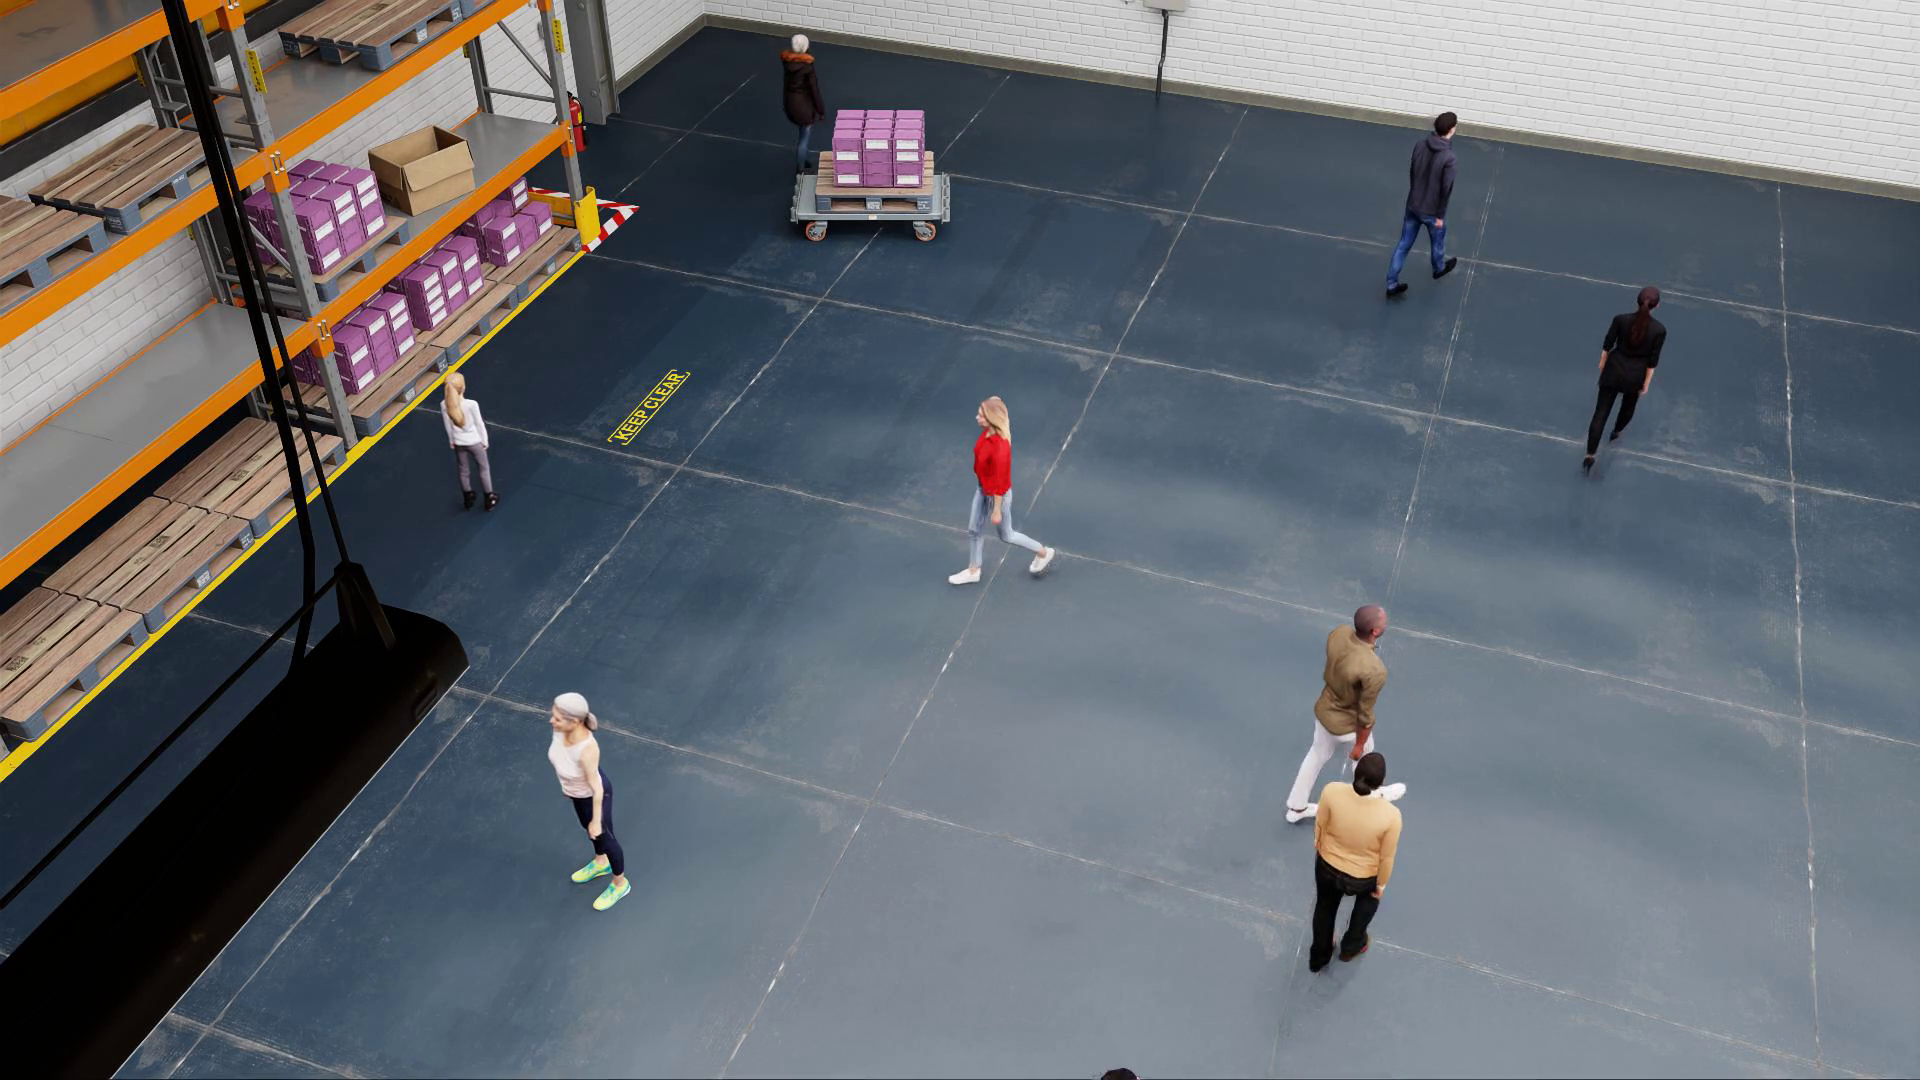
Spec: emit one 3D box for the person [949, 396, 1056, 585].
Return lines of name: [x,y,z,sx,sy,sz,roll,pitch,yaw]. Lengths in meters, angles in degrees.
person: [0.337,-0.343,12.550,1.037,1.679,1.094,-8,39,-10]

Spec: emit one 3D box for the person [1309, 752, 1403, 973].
person: [2.222,1.938,9.644,0.688,1.740,0.676,18,42,21]

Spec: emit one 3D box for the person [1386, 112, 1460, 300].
person: [4.397,-3.154,15.943,1.262,1.836,1.085,-27,46,-29]

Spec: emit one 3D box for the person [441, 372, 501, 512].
person: [-3.977,-0.794,13.437,0.518,1.277,0.540,5,39,7]

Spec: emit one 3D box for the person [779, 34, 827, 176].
person: [-1.770,-4.657,17.996,0.736,1.624,0.735,29,47,31]

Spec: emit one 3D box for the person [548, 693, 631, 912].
person: [-2.261,1.599,10.185,0.706,1.596,0.683,-25,45,-28]

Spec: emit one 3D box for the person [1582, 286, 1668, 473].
person: [5.470,-1.281,13.806,0.682,1.577,1.062,18,42,21]

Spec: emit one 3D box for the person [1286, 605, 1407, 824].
person: [2.367,1.162,10.572,1.194,1.795,1.144,-15,41,-18]
